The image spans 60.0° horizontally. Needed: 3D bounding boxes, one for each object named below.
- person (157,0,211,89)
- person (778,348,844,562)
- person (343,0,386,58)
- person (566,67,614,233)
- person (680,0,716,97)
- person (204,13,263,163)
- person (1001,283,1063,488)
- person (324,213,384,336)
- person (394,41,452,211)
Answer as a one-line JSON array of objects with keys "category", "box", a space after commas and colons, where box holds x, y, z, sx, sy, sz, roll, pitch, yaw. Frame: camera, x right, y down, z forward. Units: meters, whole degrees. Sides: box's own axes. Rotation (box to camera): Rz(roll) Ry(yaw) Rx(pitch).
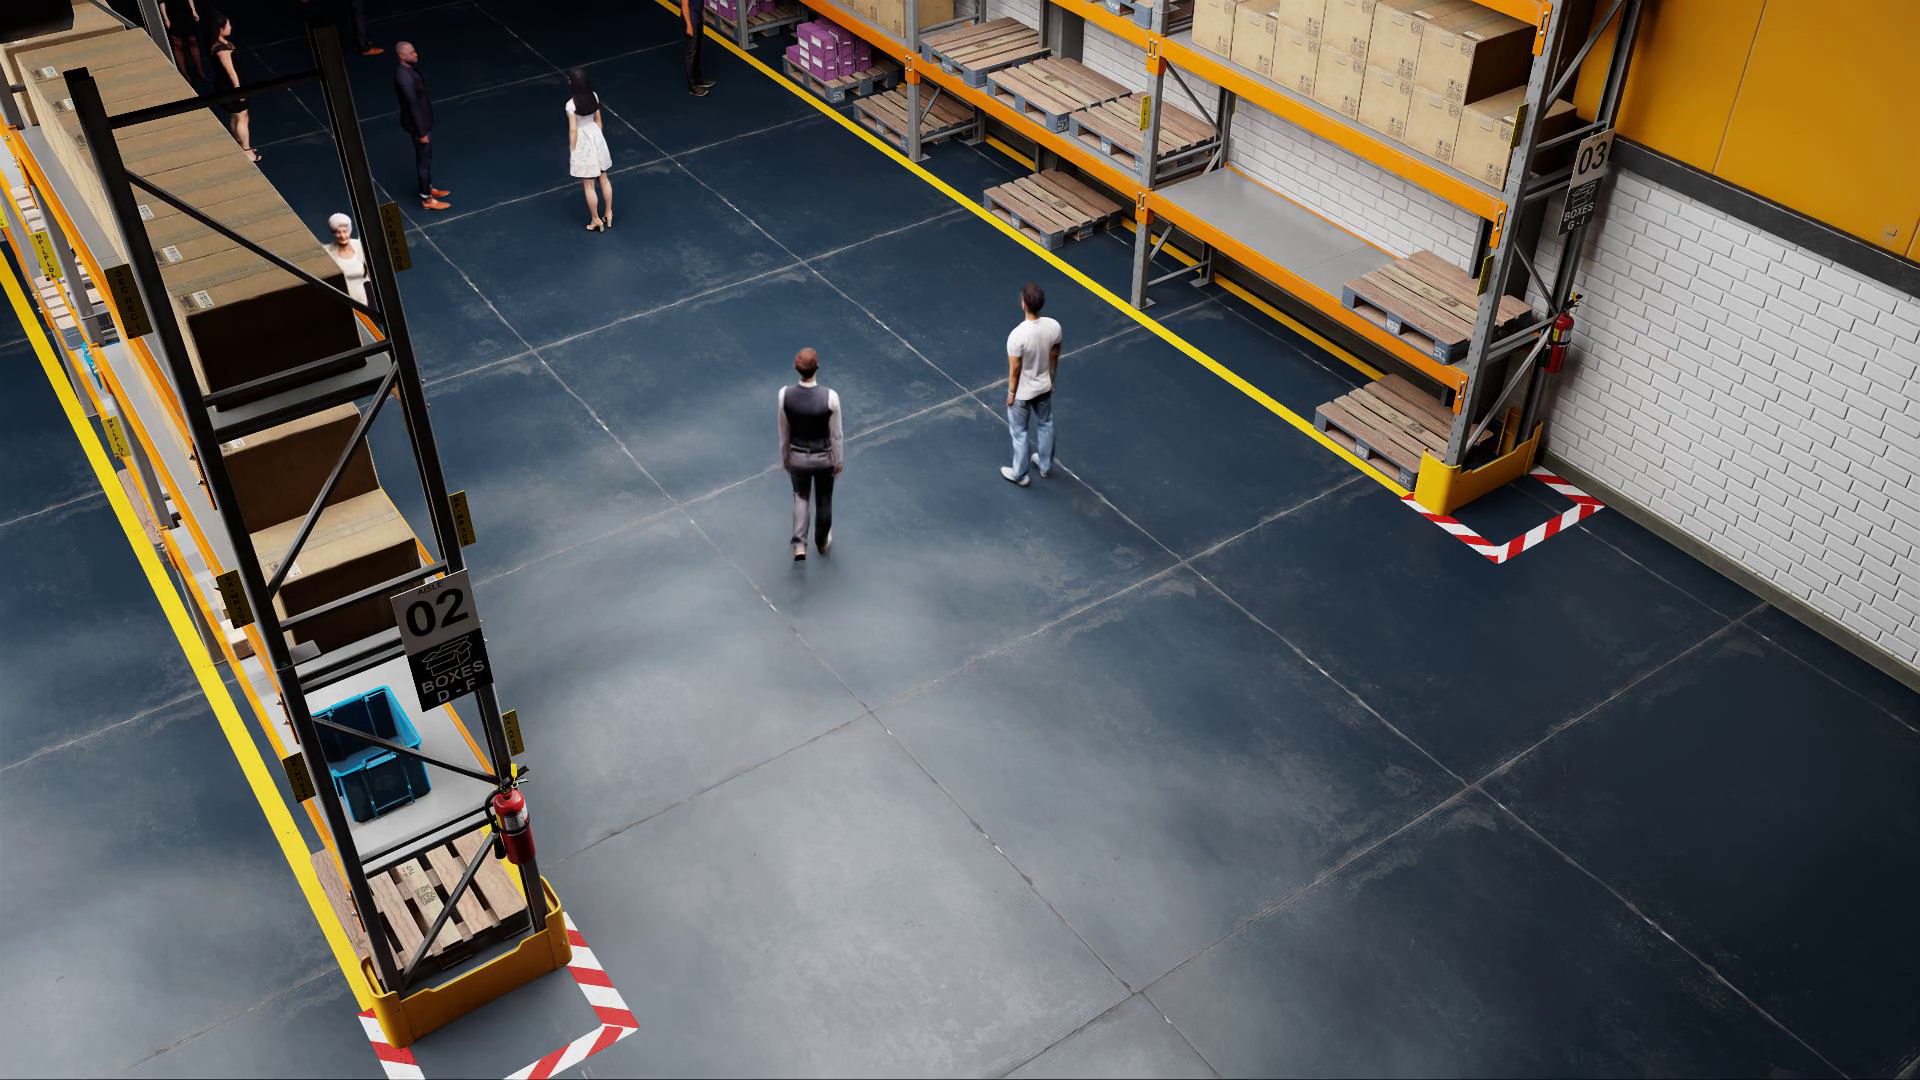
[{"category": "person", "box": [-9.539, -6.397, 20.296, 0.561, 1.706, 0.626, 31, 48, 33]}, {"category": "person", "box": [-1.151, -0.589, 12.850, 0.951, 1.921, 1.016, 5, 39, 7]}, {"category": "person", "box": [-7.729, -7.047, 21.036, 0.788, 1.798, 0.562, -32, 48, -33]}, {"category": "person", "box": [-3.867, -4.064, 17.319, 0.716, 1.775, 0.714, 28, 46, 31]}, {"category": "person", "box": [-3.239, -6.308, 20.114, 0.757, 1.793, 0.714, 9, 39, 11]}, {"category": "person", "box": [-8.159, -5.050, 18.607, 0.710, 1.708, 0.532, -26, 45, -29]}, {"category": "person", "box": [0.588, -1.281, 13.762, 0.672, 1.864, 0.537, -22, 44, -25]}, {"category": "person", "box": [-5.445, -2.154, 14.956, 0.755, 1.739, 0.961, -15, 41, -18]}, {"category": "person", "box": [-5.784, -4.437, 17.752, 0.828, 1.817, 0.668, -9, 40, -12]}]
